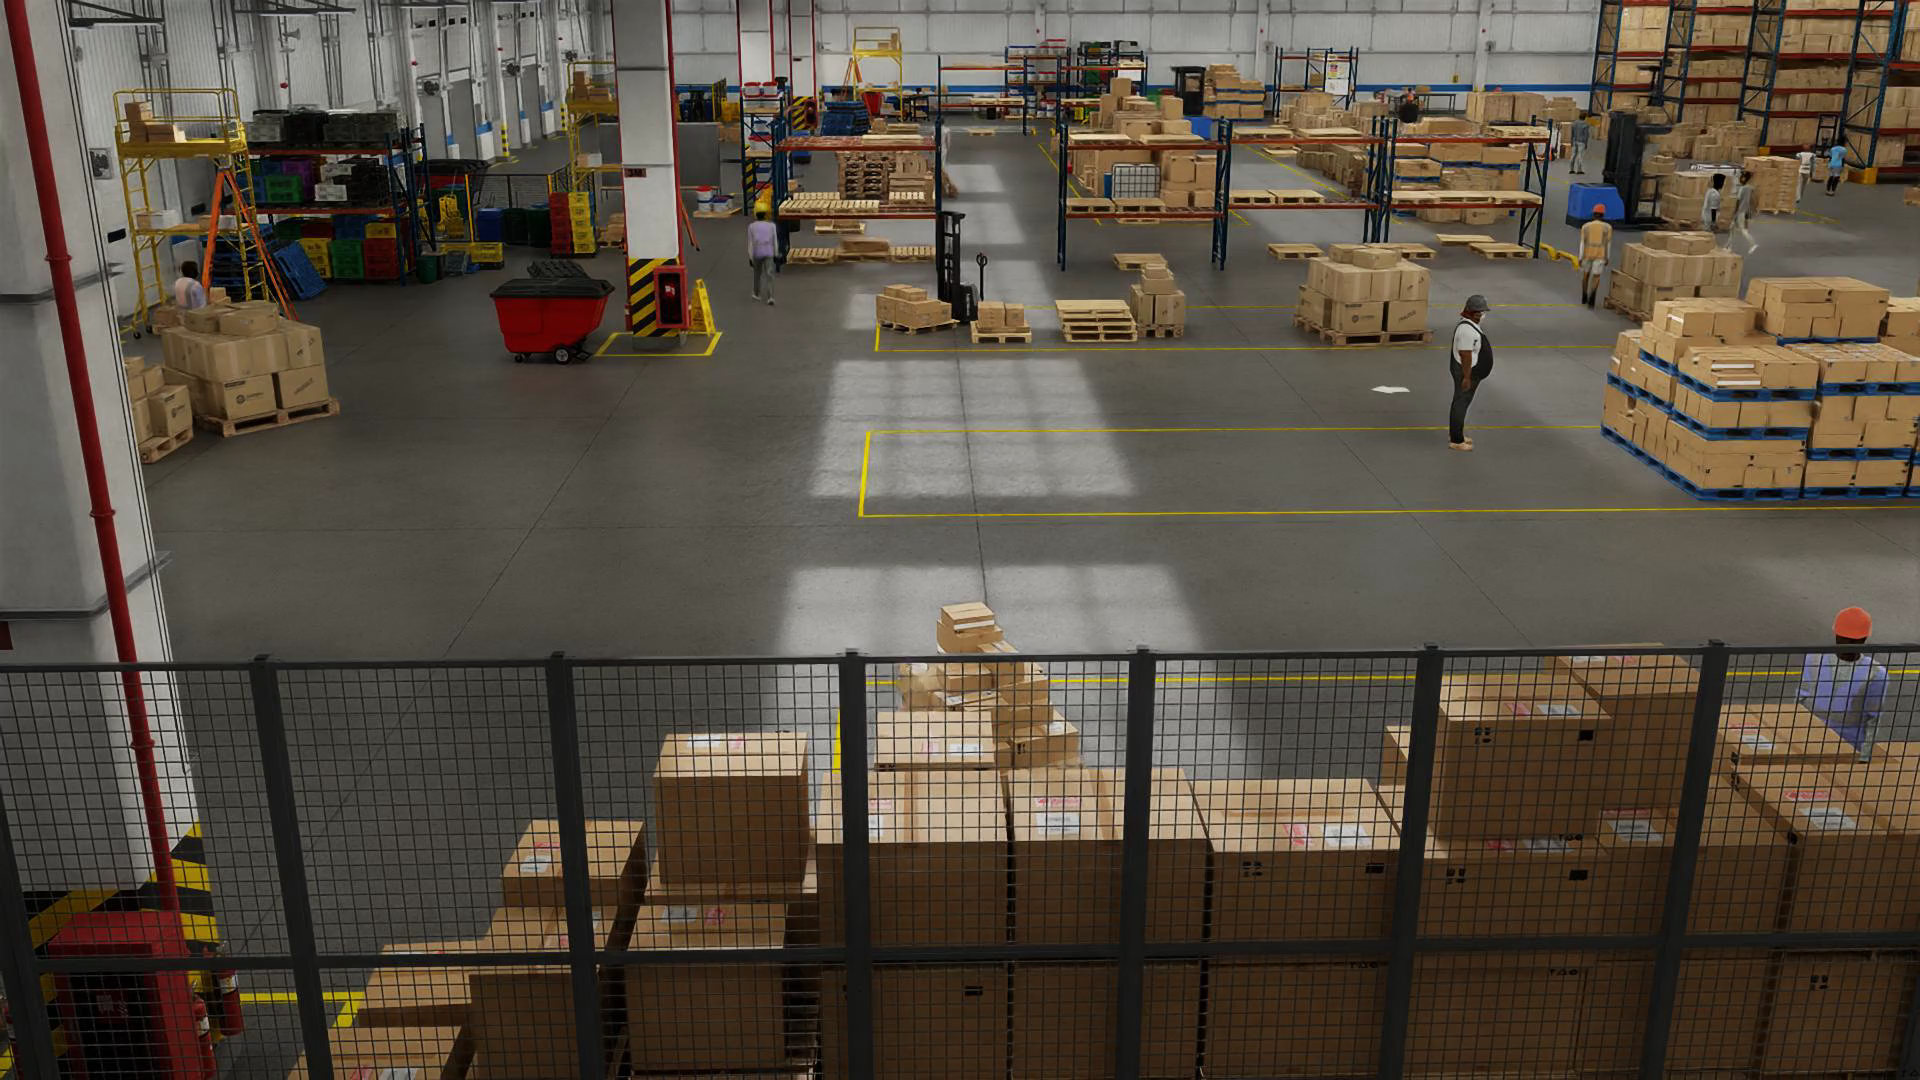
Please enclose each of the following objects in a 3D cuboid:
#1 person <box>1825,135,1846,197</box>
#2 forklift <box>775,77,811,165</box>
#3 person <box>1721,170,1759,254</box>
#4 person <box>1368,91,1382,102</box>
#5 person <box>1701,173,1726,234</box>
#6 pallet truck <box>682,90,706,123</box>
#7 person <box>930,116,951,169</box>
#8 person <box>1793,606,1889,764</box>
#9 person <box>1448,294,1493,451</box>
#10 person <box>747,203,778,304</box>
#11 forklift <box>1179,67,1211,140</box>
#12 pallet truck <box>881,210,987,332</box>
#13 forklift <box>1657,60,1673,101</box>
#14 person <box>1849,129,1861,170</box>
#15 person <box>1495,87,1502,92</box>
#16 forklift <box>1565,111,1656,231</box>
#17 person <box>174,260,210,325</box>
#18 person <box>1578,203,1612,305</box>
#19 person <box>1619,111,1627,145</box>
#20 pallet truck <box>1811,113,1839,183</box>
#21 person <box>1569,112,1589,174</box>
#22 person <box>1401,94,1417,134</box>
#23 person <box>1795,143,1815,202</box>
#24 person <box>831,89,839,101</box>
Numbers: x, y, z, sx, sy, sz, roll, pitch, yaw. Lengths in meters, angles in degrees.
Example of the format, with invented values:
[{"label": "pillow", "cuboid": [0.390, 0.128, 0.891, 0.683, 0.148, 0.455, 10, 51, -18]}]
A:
[{"label": "person", "cuboid": [24.865, -10.612, 47.178, 0.317, 1.696, 0.538, -5, 19, -15]}, {"label": "forklift", "cuboid": [-5.920, -13.893, 55.085, 1.873, 2.768, 1.129, -1, 19, -1]}, {"label": "person", "cuboid": [17.554, -7.338, 37.250, 0.875, 1.844, 0.524, 18, 25, 42]}, {"label": "person", "cuboid": [15.672, -15.963, 62.754, 0.648, 1.888, 0.995, -6, 19, -17]}, {"label": "person", "cuboid": [16.162, -6.905, 35.788, 0.383, 1.958, 0.598, 3, 19, 10]}, {"label": "pallet truck", "cuboid": [-9.671, -15.907, 62.421, 0.823, 1.965, 1.885, 5, 19, 15]}, {"label": "person", "cuboid": [-0.602, -11.987, 50.896, 0.655, 1.928, 0.493, -2, 19, -5]}, {"label": "person", "cuboid": [5.903, 1.361, 11.279, 0.545, 1.942, 0.351, 17, 25, 40]}, {"label": "person", "cuboid": [6.660, -2.197, 21.681, 0.535, 2.000, 0.685, 5, 19, 15]}, {"label": "person", "cuboid": [-3.730, -5.427, 31.526, 0.607, 1.880, 1.004, -7, 20, -21]}, {"label": "forklift", "cuboid": [8.564, -16.052, 61.490, 1.129, 2.768, 1.873, -3, 19, -9]}, {"label": "pallet truck", "cuboid": [-0.493, -4.759, 29.349, 1.885, 1.965, 0.823, -13, 23, -34]}, {"label": "forklift", "cuboid": [28.075, -17.646, 66.219, 1.873, 2.768, 1.129, -1, 19, -2]}, {"label": "person", "cuboid": [29.160, -12.924, 53.814, 0.634, 1.841, 0.429, -3, 19, -10]}, {"label": "person", "cuboid": [20.916, -16.755, 65.076, 0.545, 1.911, 0.776, -9, 21, -26]}, {"label": "forklift", "cuboid": [16.028, -9.022, 40.636, 1.873, 2.768, 1.129, -1, 19, -2]}, {"label": "person", "cuboid": [-11.682, -3.354, 25.437, 0.652, 1.831, 0.434, 13, 22, 33]}, {"label": "person", "cuboid": [11.893, -5.346, 31.218, 0.557, 1.914, 0.670, 9, 20, 24]}, {"label": "person", "cuboid": [21.371, -13.014, 54.083, 0.611, 1.860, 0.855, 0, 19, -1]}, {"label": "pallet truck", "cuboid": [26.403, -11.957, 50.702, 0.823, 1.965, 1.885, 6, 19, 16]}, {"label": "person", "cuboid": [19.542, -12.525, 52.479, 0.369, 1.939, 0.631, -13, 23, -34]}, {"label": "person", "cuboid": [16.204, -15.054, 59.928, 0.665, 1.965, 0.729, -4, 19, -11]}, {"label": "person", "cuboid": [23.310, -10.162, 45.999, 0.527, 1.599, 0.858, 5, 19, 16]}, {"label": "person", "cuboid": [-5.129, -17.528, 67.738, 0.689, 1.663, 0.546, -15, 23, -37]}]
